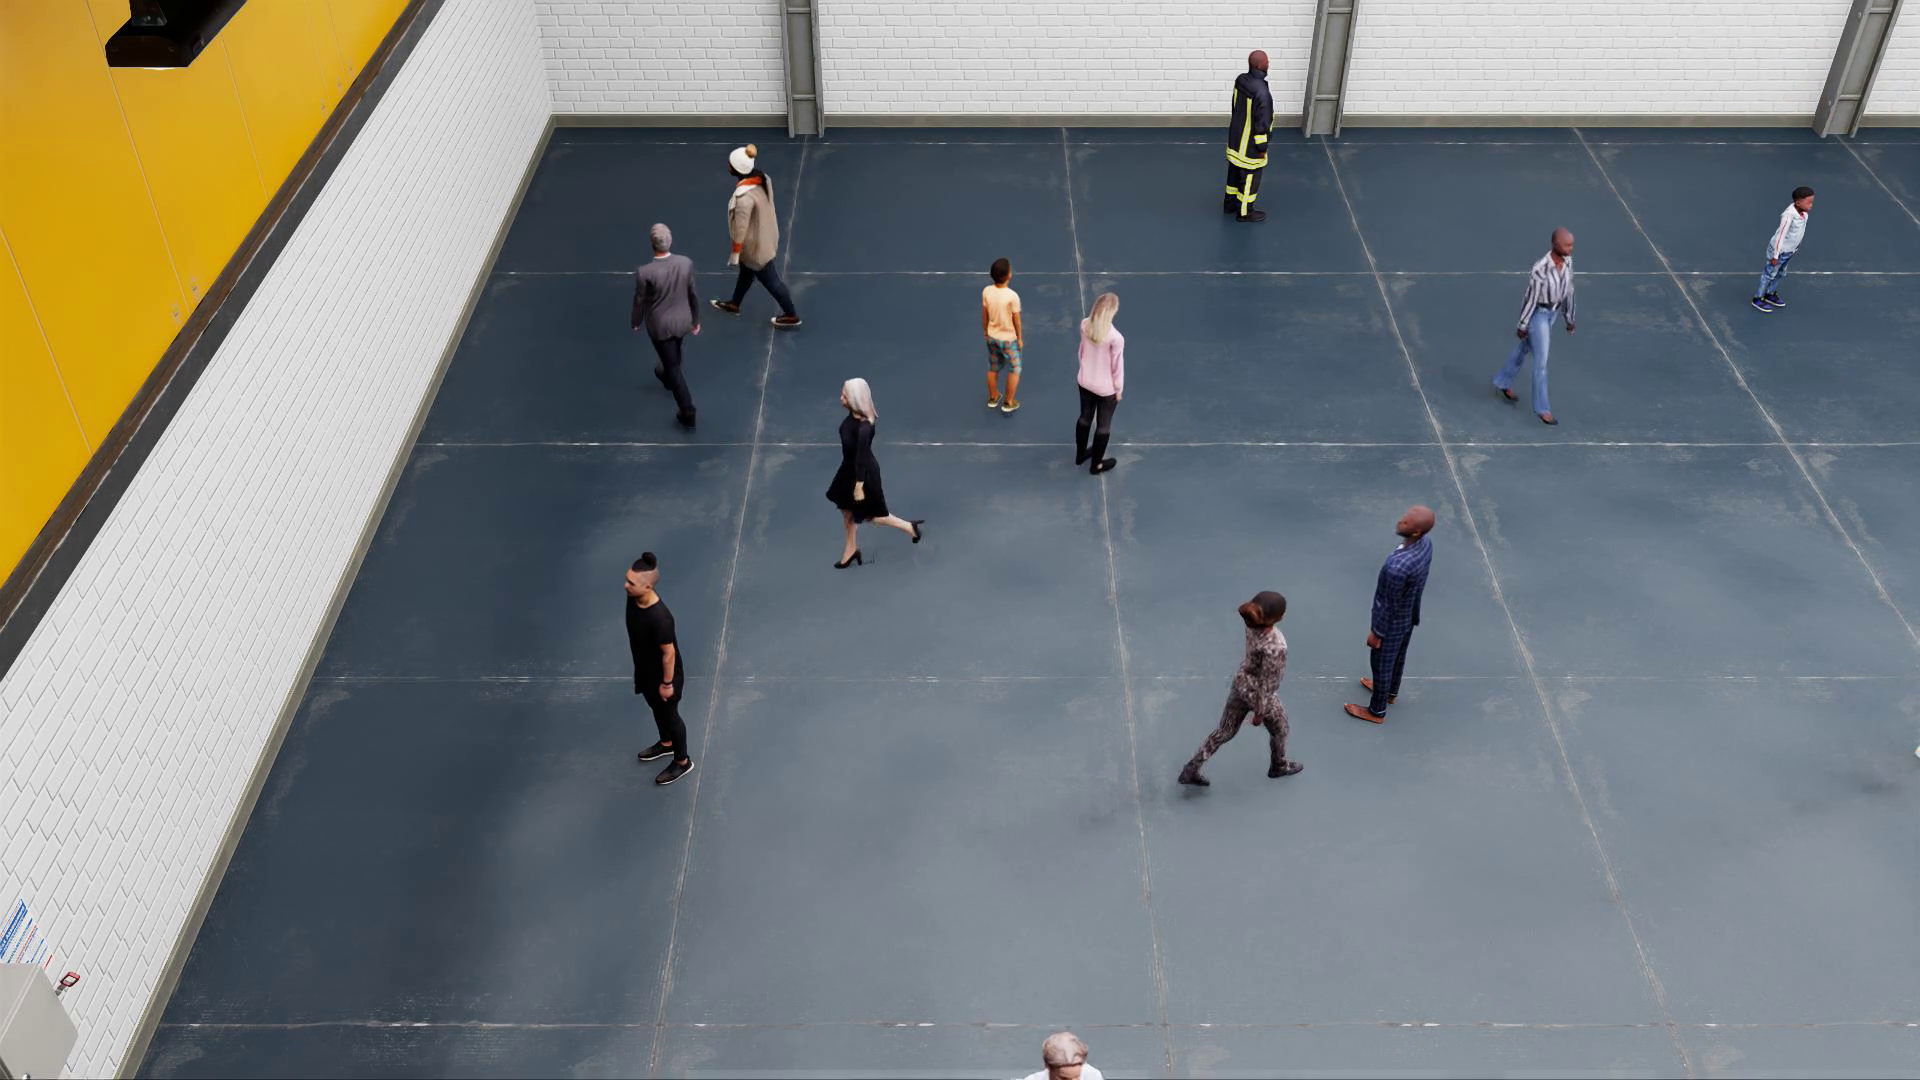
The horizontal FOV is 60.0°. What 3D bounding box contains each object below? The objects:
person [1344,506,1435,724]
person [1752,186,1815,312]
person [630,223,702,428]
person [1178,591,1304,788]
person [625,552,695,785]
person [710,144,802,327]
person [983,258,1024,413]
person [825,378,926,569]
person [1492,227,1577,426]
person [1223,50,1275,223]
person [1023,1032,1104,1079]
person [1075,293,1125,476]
[{"bbox_3d":[2.989,0.493,11.393,0.790,1.817,0.764,23,44,26],"label":"person"},{"bbox_3d":[7.922,-2.827,15.996,0.553,1.261,0.625,-23,44,-26],"label":"person"},{"bbox_3d":[-2.475,-1.813,14.304,1.235,1.788,1.232,-26,46,-29],"label":"person"},{"bbox_3d":[1.836,1.019,10.848,1.188,1.675,0.768,-9,39,-11],"label":"person"},{"bbox_3d":[-2.000,0.821,10.944,0.787,1.865,0.776,-22,44,-26],"label":"person"},{"bbox_3d":[-1.807,-2.790,15.482,1.206,1.844,0.840,6,39,8],"label":"person"},{"bbox_3d":[0.373,-1.768,14.511,0.604,1.458,0.699,19,42,22],"label":"person"},{"bbox_3d":[-0.674,-0.482,12.684,1.052,1.731,0.779,-10,40,-12],"label":"person"},{"bbox_3d":[4.973,-1.946,14.487,1.056,1.767,1.084,-29,47,-31],"label":"person"},{"bbox_3d":[3.010,-4.214,17.282,0.809,1.822,0.838,-13,41,-16],"label":"person"},{"bbox_3d":[0.433,2.975,8.286,0.910,1.816,0.877,-11,40,-14],"label":"person"},{"bbox_3d":[1.133,-1.292,13.733,0.747,1.685,0.689,-31,48,-33],"label":"person"}]
